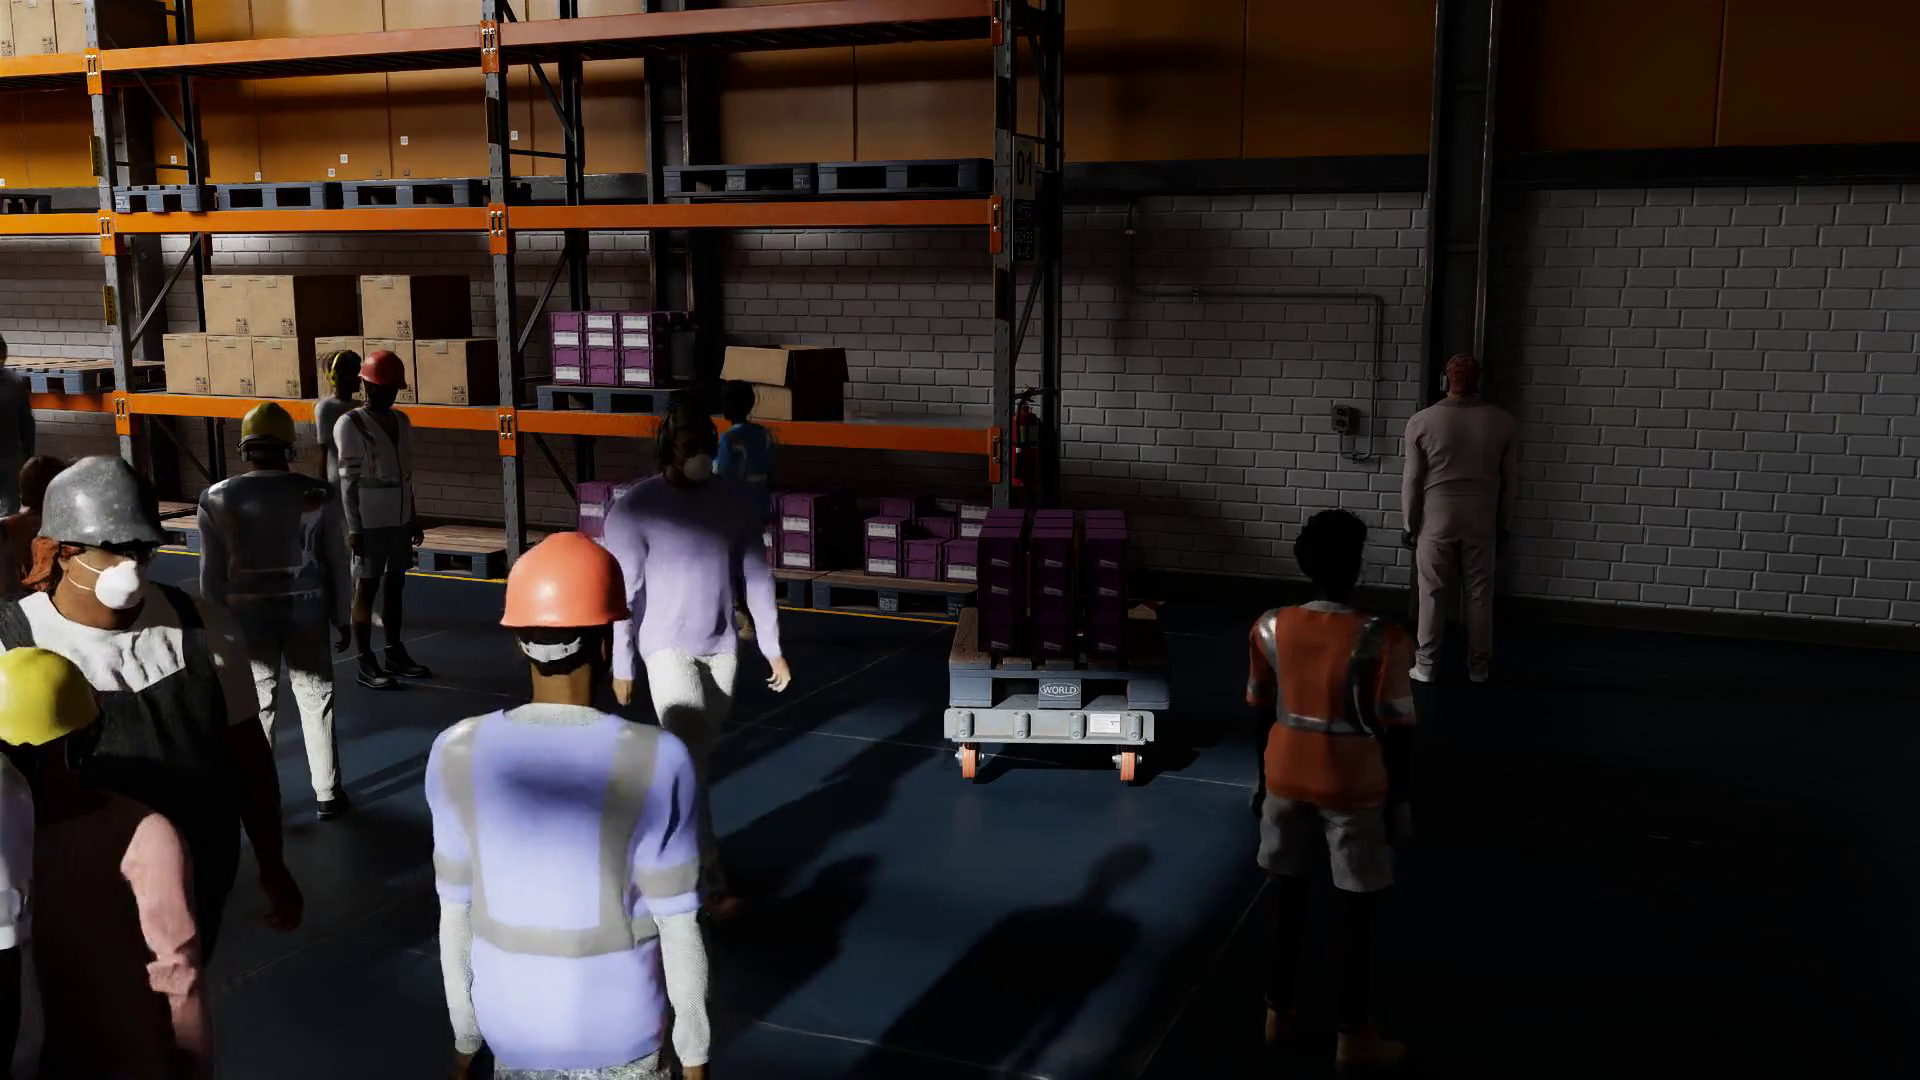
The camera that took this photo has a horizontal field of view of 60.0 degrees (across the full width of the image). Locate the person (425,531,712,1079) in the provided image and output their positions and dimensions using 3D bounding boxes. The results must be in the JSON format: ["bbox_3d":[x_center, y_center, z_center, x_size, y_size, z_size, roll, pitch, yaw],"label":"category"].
[{"bbox_3d":[-0.763,0.946,3.220,0.551,1.911,0.733,2,10,9],"label":"person"}]

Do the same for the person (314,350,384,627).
[{"bbox_3d":[-4.092,-0.331,11.012,0.625,1.855,0.535,2,10,14],"label":"person"}]

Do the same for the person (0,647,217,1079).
[{"bbox_3d":[-1.714,1.019,3.330,0.525,1.722,0.885,2,10,10],"label":"person"}]

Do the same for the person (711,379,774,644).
[{"bbox_3d":[-1.460,-0.182,10.613,0.567,1.677,0.553,5,11,27],"label":"person"}]

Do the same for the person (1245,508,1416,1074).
[{"bbox_3d":[1.121,0.753,5.012,0.584,1.693,0.316,8,12,40],"label":"person"}]

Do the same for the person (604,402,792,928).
[{"bbox_3d":[-0.922,0.453,6.186,0.635,1.905,0.918,-9,13,-42],"label":"person"}]

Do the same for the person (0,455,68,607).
[{"bbox_3d":[-3.822,0.458,6.957,0.536,1.619,0.425,-6,11,-33],"label":"person"}]

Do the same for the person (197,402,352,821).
[{"bbox_3d":[-2.932,0.322,7.167,0.600,1.829,0.404,-3,10,-19],"label":"person"}]

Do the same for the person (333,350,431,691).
[{"bbox_3d":[-3.283,-0.118,9.520,0.375,1.927,0.543,4,10,22],"label":"person"}]

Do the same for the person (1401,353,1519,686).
[{"bbox_3d":[2.839,-0.108,9.524,0.643,1.909,0.410,1,9,4],"label":"person"}]

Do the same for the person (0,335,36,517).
[{"bbox_3d":[-7.284,-0.614,12.559,0.453,1.913,0.652,5,11,26],"label":"person"}]

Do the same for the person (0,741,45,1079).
[{"bbox_3d":[-1.911,0.942,3.078,0.605,1.957,0.371,7,12,36],"label":"person"}]
